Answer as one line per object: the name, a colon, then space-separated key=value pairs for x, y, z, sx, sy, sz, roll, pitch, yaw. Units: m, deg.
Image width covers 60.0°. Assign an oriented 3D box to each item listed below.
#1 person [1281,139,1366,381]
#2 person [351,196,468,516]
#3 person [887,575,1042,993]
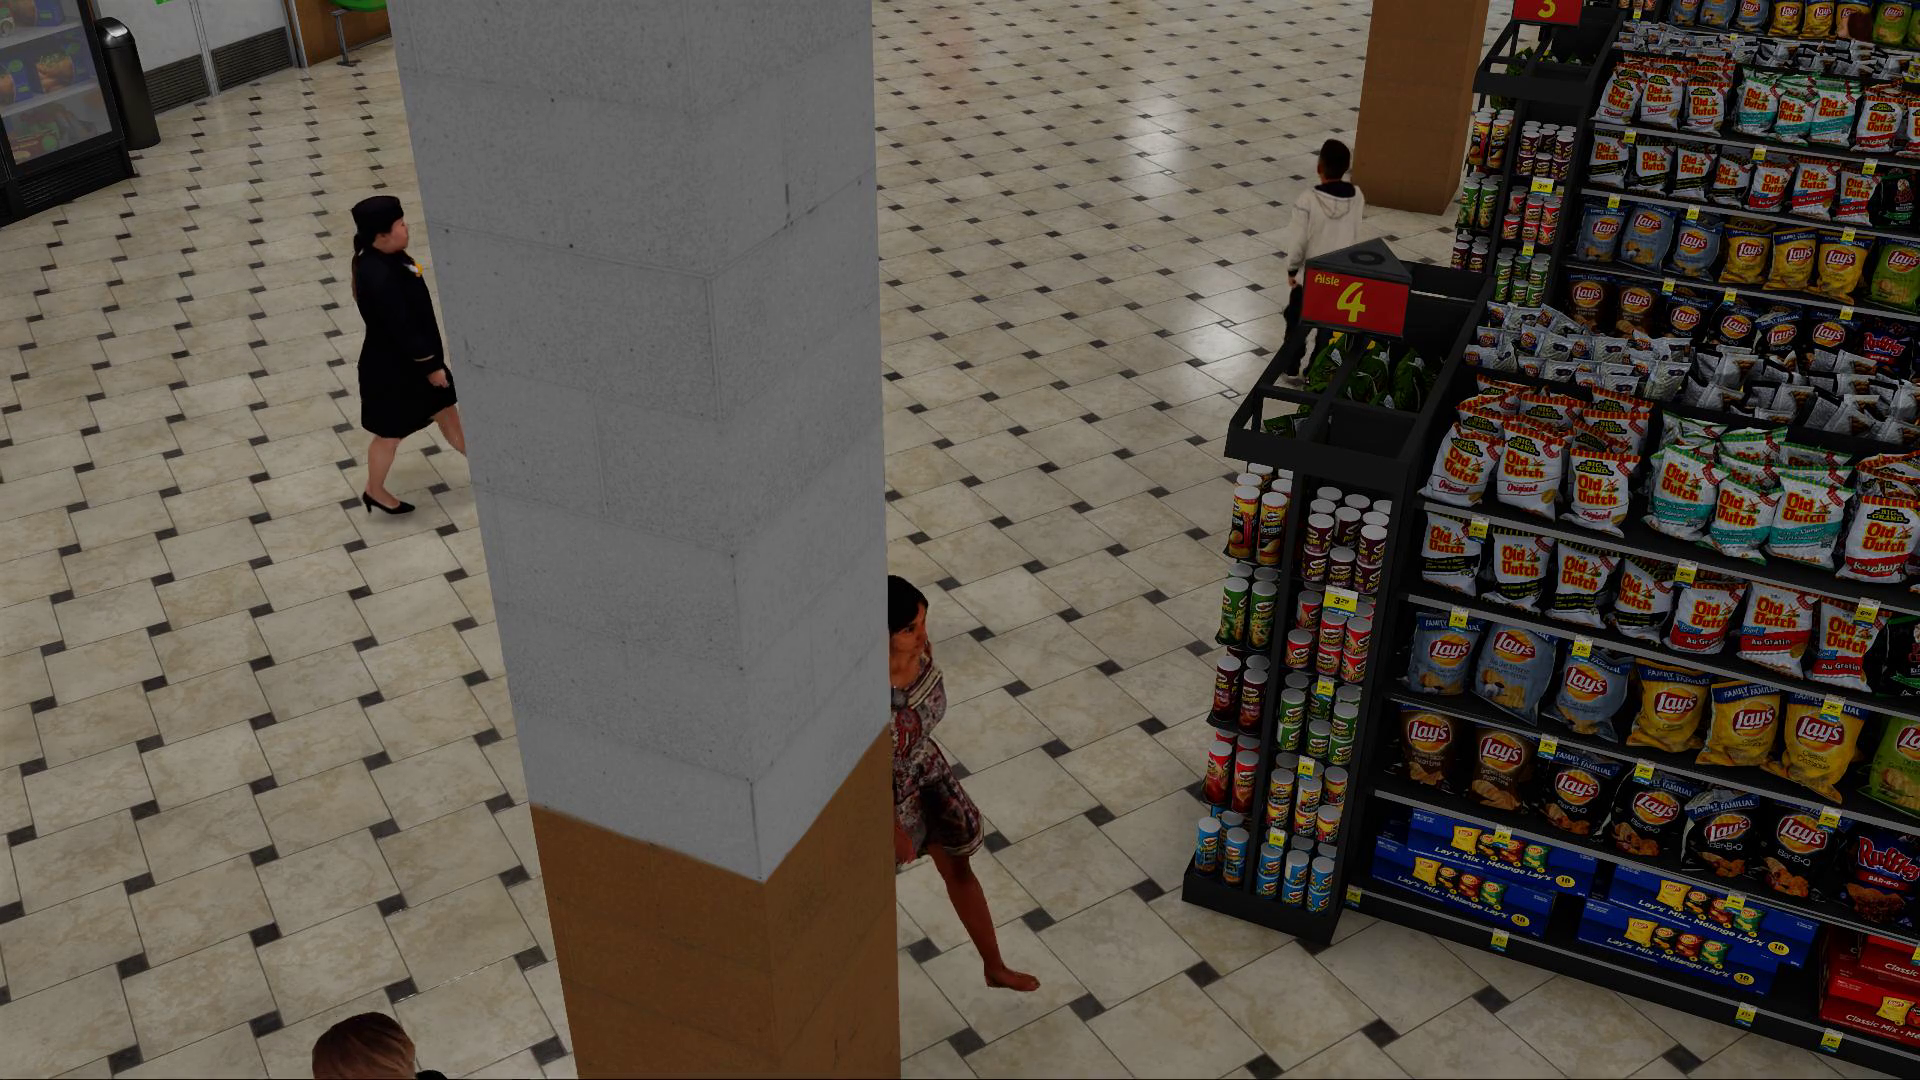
person: x=2.057 y=-1.498 z=9.336 sx=0.655 sy=1.444 sz=0.749 roll=-3 pitch=32 yaw=-5
person: x=-2.786 y=-0.816 z=8.064 sx=1.181 sy=1.630 sz=1.049 roll=-5 pitch=32 yaw=-8
person: x=-0.298 y=0.803 z=5.489 sx=1.160 sy=1.602 sz=0.779 roll=21 pitch=37 yaw=30
